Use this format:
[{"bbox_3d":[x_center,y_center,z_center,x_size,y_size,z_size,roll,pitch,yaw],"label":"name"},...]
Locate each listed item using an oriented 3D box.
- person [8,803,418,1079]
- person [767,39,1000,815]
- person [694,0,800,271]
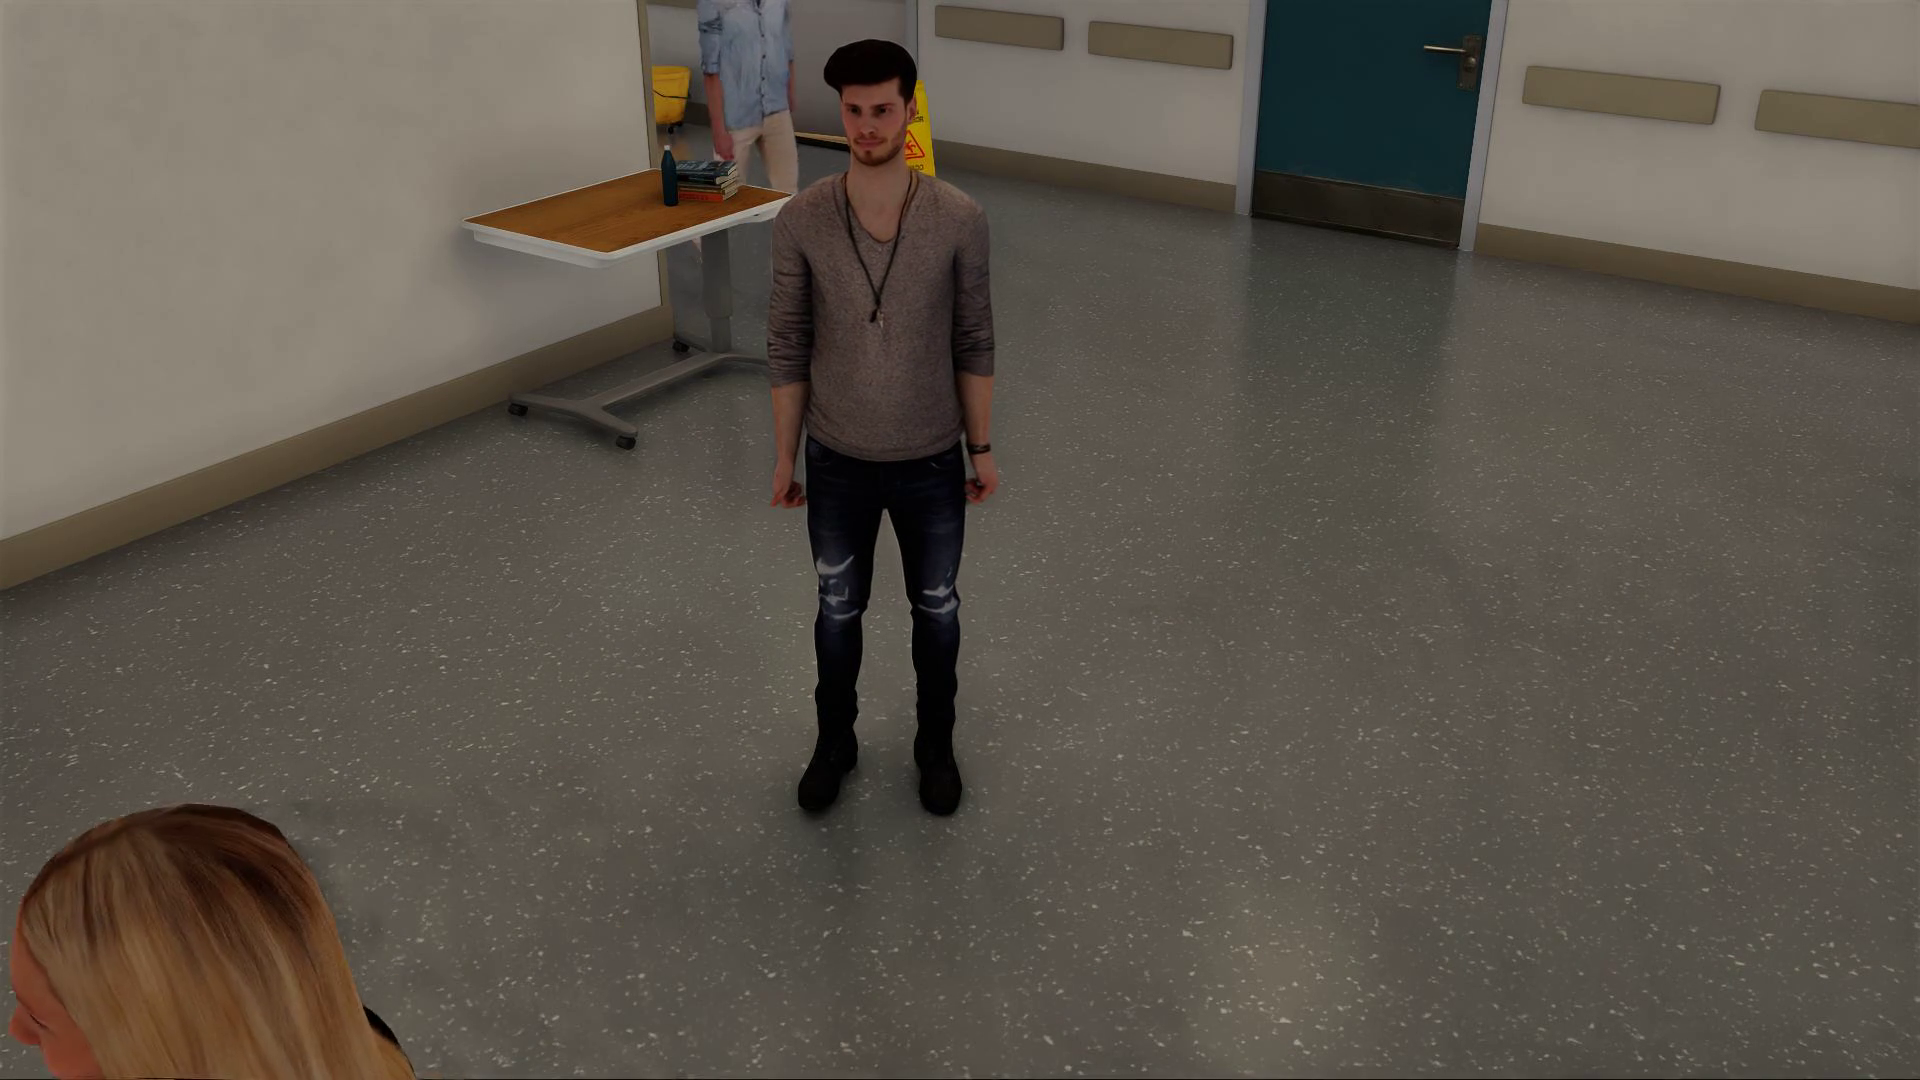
[{"bbox_3d":[-0.412,1.026,1.539,1.102,1.786,1.158,-9,27,-18],"label":"person"},{"bbox_3d":[-0.180,-0.226,4.000,0.737,1.903,0.845,0,26,-1],"label":"person"},{"bbox_3d":[-1.018,-1.936,7.645,0.877,1.815,1.177,-19,32,-35],"label":"person"}]
